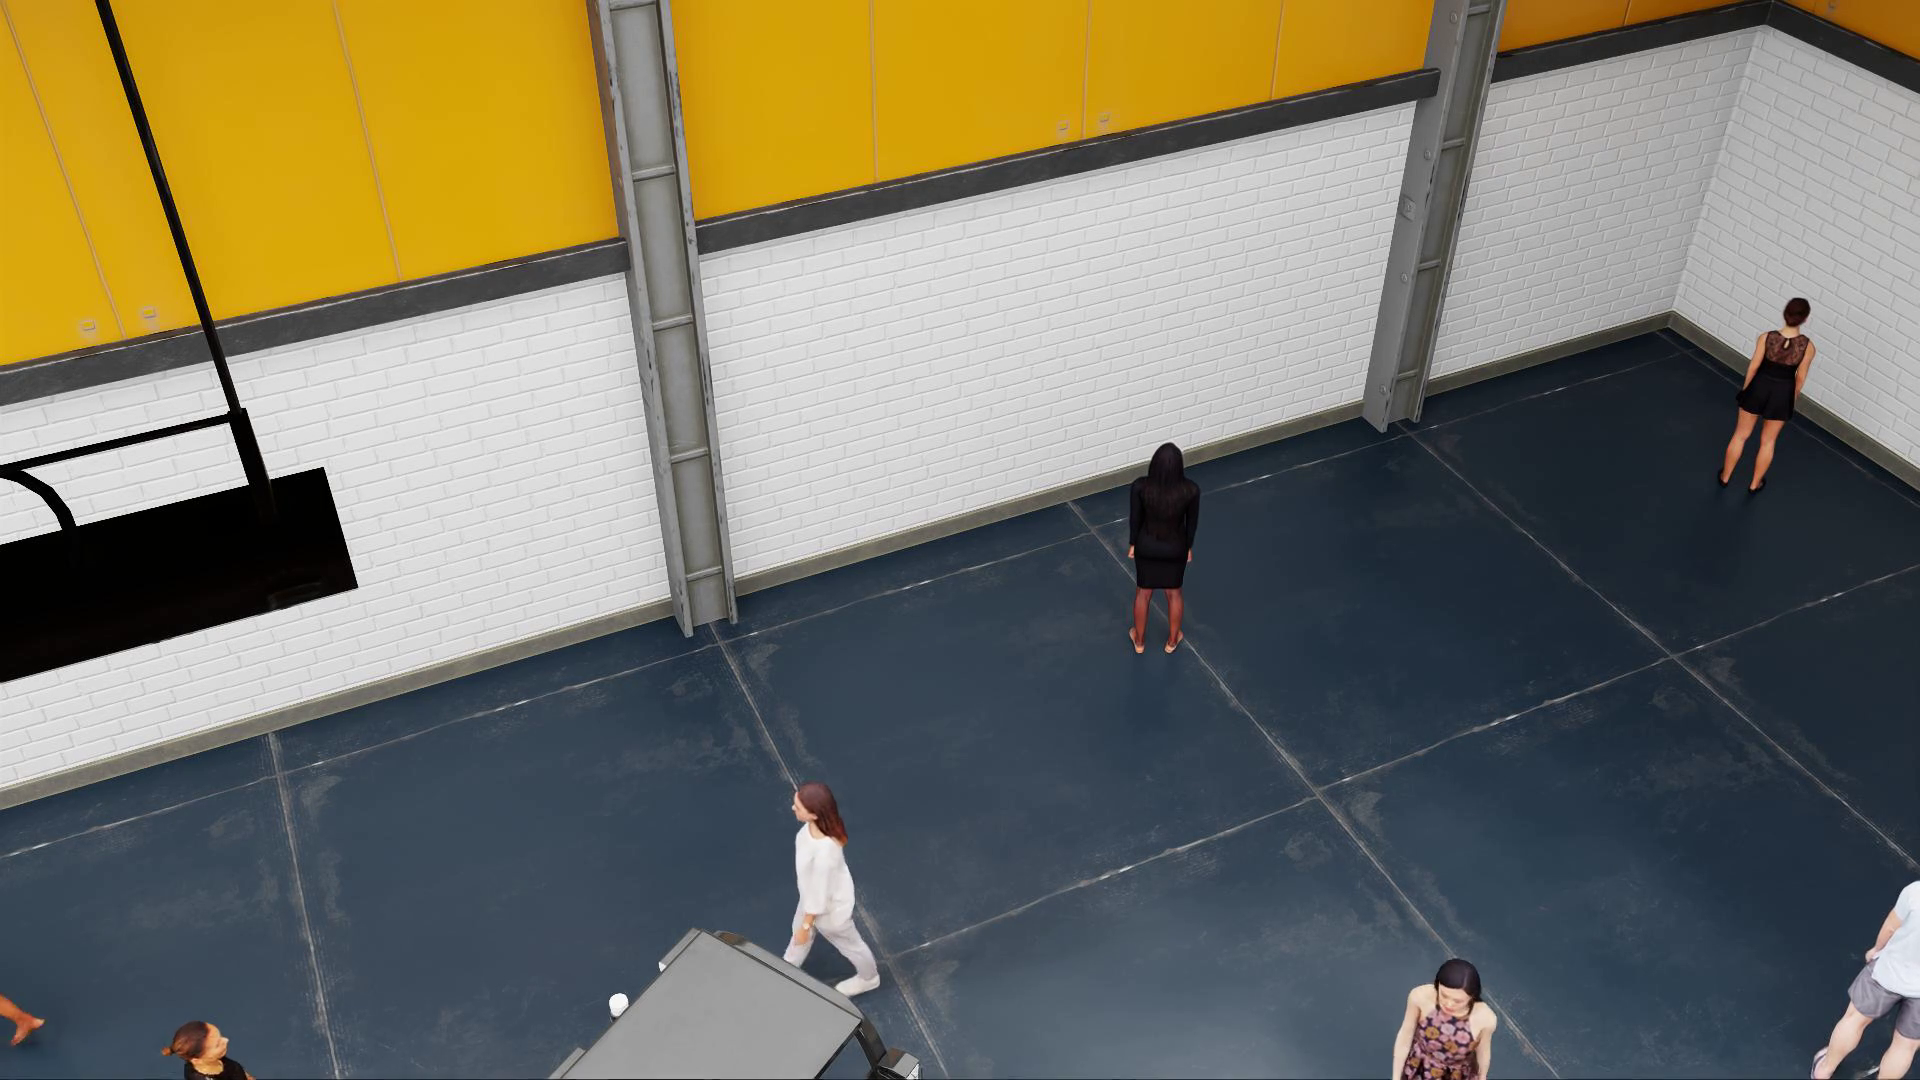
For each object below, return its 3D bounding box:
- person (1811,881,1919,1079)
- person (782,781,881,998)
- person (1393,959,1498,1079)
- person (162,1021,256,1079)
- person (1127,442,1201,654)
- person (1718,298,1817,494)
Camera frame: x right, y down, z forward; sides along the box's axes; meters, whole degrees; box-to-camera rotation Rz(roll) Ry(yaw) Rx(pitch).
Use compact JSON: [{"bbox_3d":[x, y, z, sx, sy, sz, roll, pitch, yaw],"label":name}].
[{"bbox_3d":[4.806,2.224,8.409,0.715,1.832,0.710,25,45,28],"label":"person"},{"bbox_3d":[-0.635,1.911,8.941,1.029,1.658,0.750,-9,39,-11],"label":"person"},{"bbox_3d":[2.342,2.530,8.094,0.832,1.748,0.898,18,42,21],"label":"person"},{"bbox_3d":[-3.489,2.838,7.797,1.000,1.636,0.611,-17,42,-20],"label":"person"},{"bbox_3d":[1.354,0.056,11.214,0.630,1.719,0.746,4,39,5],"label":"person"},{"bbox_3d":[6.177,-1.108,12.706,0.681,1.677,0.724,19,42,22],"label":"person"}]
